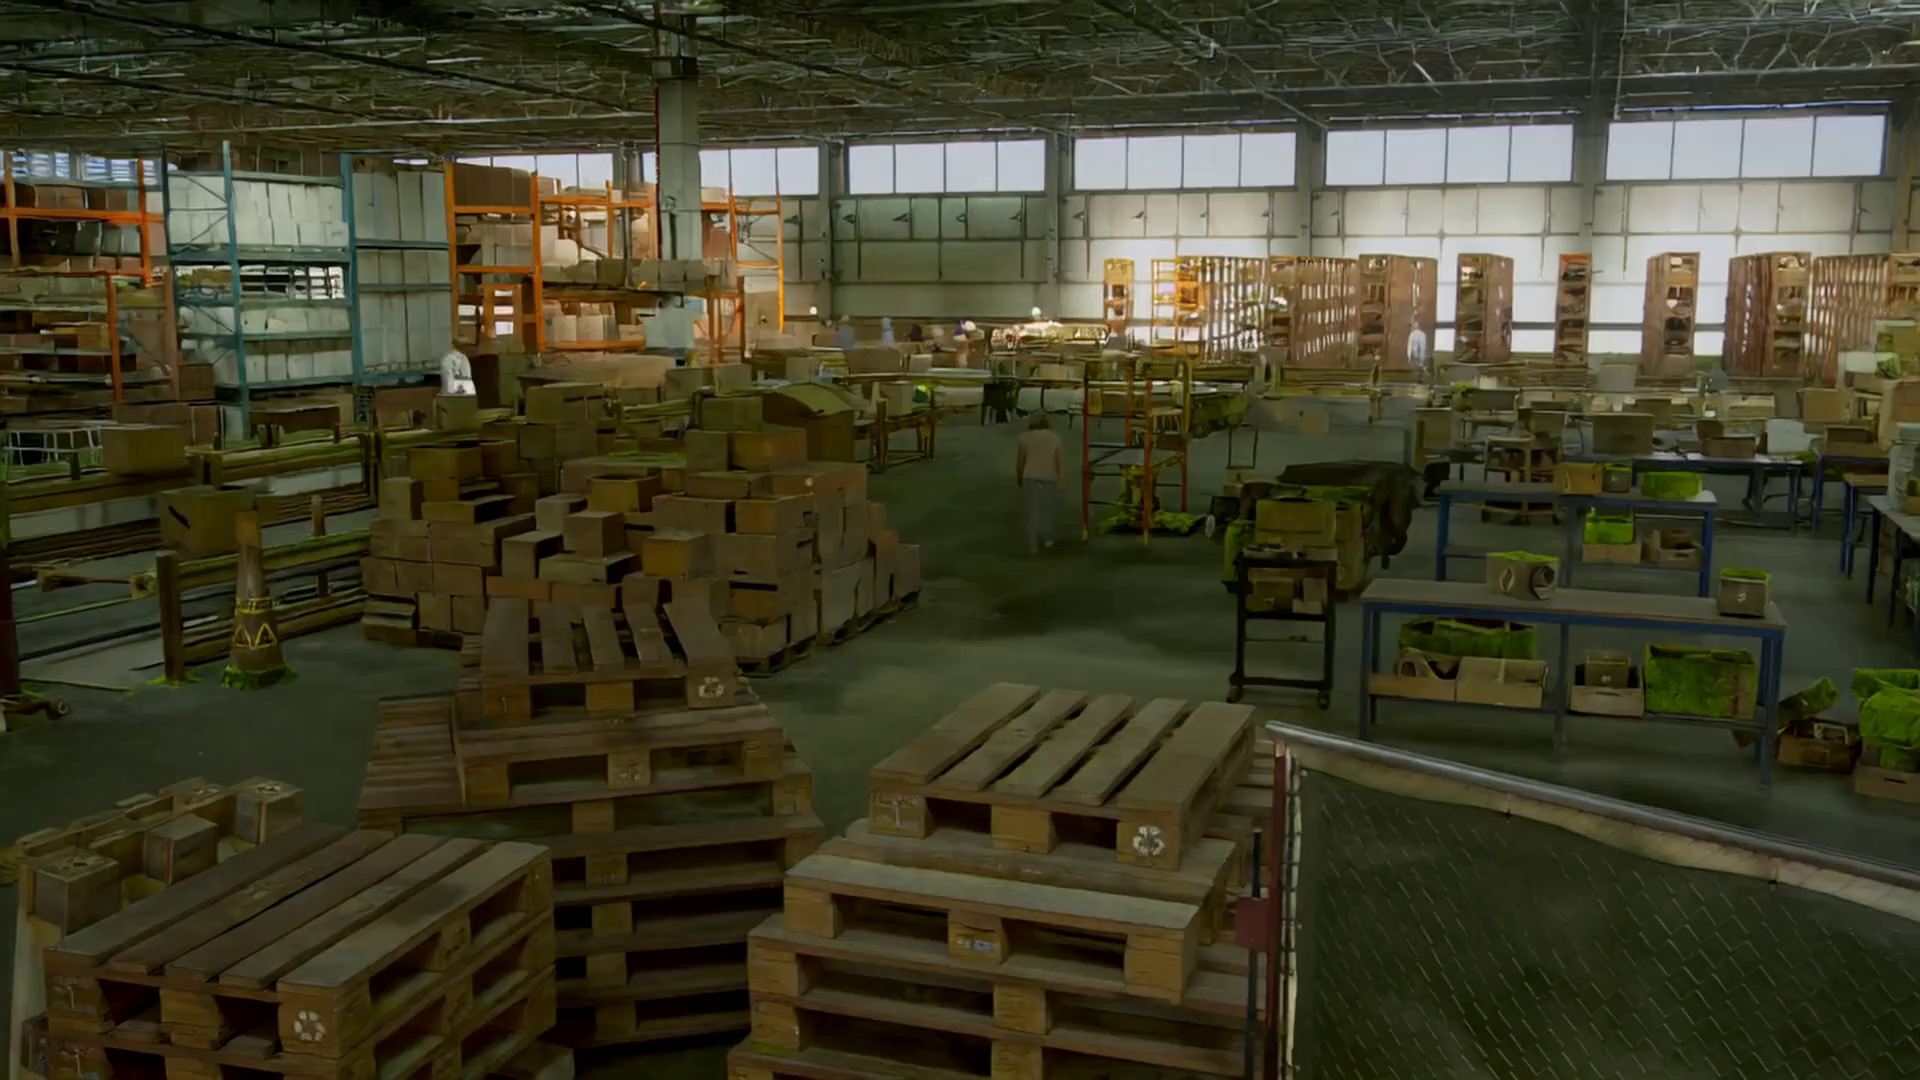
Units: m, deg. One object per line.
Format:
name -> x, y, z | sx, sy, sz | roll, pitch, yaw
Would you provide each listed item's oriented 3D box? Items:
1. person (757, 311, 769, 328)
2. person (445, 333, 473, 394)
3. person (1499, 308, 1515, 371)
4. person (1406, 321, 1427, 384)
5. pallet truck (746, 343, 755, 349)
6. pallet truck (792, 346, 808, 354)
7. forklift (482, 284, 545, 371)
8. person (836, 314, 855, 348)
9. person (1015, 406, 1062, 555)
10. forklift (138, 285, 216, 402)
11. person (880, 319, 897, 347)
person -> -7.270, -7.550, 61.112 | 0.536, 1.719, 0.895 | 3, 10, 20
person -> -8.841, -2.632, 29.336 | 0.526, 2.013, 0.649 | 4, 10, 22
person -> 16.591, -6.004, 50.408 | 0.397, 2.044, 0.609 | -1, 9, -8
person -> 11.855, -4.748, 43.150 | 0.575, 1.839, 0.374 | -5, 10, -27
pallet truck -> -6.183, -4.618, 44.264 | 1.601, 1.201, 0.680 | -9, 12, -43
pallet truck -> -3.705, -4.298, 42.022 | 0.653, 1.274, 1.630 | 3, 10, 20
forklift -> -10.832, -4.702, 39.610 | 1.129, 2.768, 1.873 | 3, 10, 20
person -> -3.591, -6.090, 51.594 | 0.649, 1.849, 0.986 | -4, 10, -26
person -> 0.864, -0.662, 18.189 | 0.520, 1.604, 0.699 | 2, 9, 10
forklift -> -17.480, -4.200, 36.461 | 1.873, 2.768, 1.129 | 3, 10, 19
person -> -2.062, -5.308, 46.737 | 0.431, 1.815, 0.594 | 5, 10, 30
